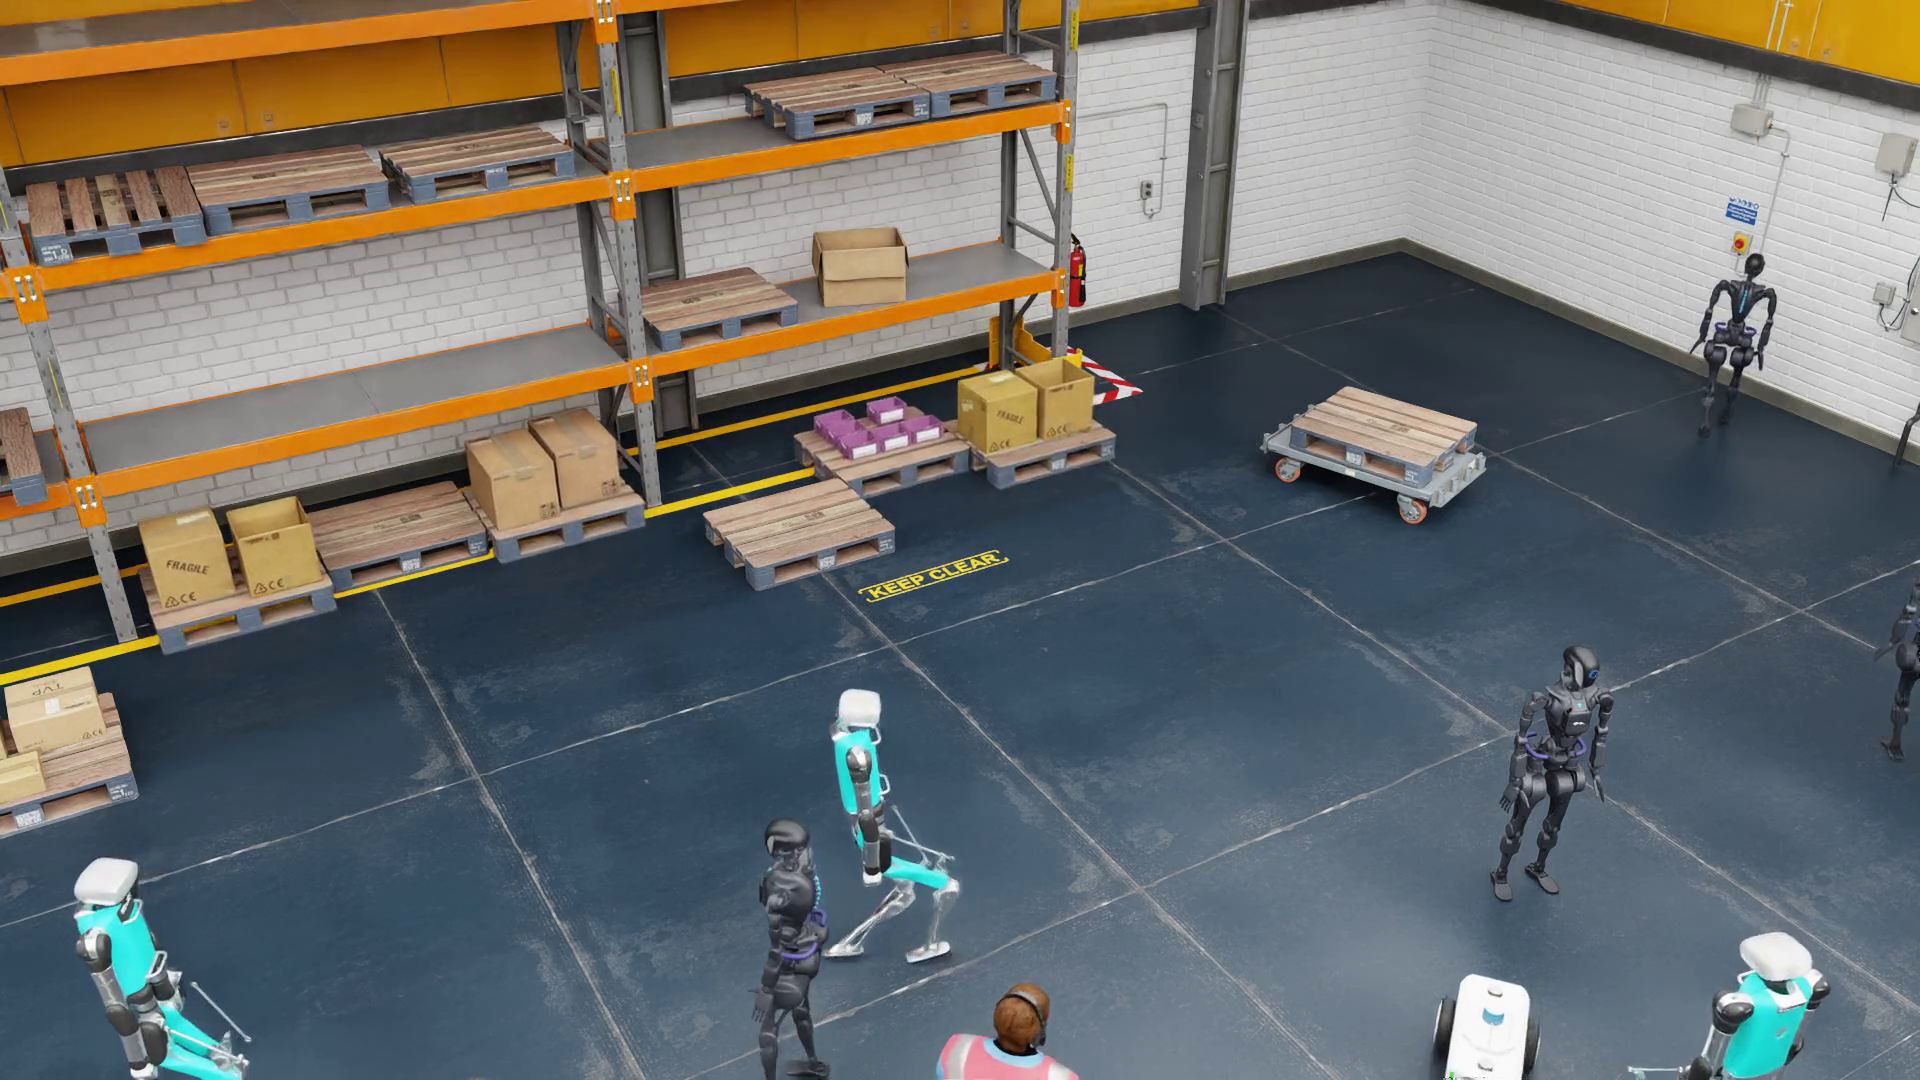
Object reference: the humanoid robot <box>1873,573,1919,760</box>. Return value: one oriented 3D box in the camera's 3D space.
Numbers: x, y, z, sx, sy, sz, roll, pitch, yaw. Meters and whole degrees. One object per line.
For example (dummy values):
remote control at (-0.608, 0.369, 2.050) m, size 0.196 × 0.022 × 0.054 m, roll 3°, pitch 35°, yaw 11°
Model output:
humanoid robot at (6.072, 0.685, 10.336) m, size 0.609 × 1.647 × 0.407 m, roll 4°, pitch 30°, yaw 7°

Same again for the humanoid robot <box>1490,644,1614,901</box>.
humanoid robot at (3.304, 1.287, 9.248) m, size 0.599 × 1.659 × 0.315 m, roll -5°, pitch 30°, yaw -8°

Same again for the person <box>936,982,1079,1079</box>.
person at (0.213, 2.562, 6.856) m, size 0.630 × 1.835 × 0.432 m, roll 12°, pitch 31°, yaw 20°

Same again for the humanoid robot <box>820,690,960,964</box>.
humanoid robot at (-0.320, 1.544, 8.760) m, size 0.970 × 1.753 × 0.549 m, roll -6°, pitch 30°, yaw -10°

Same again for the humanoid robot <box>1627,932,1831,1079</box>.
humanoid robot at (3.264, 2.344, 7.325) m, size 0.541 × 1.790 × 0.716 m, roll -10°, pitch 31°, yaw -17°

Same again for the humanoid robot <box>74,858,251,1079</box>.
humanoid robot at (-3.504, 2.206, 7.611) m, size 0.664 × 1.835 × 0.538 m, roll -5°, pitch 30°, yaw -8°

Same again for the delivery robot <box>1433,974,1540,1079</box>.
delivery robot at (2.606, 2.522, 8.240) m, size 0.499 × 0.614 × 0.815 m, roll 10°, pitch 31°, yaw 18°

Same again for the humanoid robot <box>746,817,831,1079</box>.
humanoid robot at (-0.840, 1.994, 8.002) m, size 0.396 × 1.651 × 0.584 m, roll 6°, pitch 30°, yaw 10°

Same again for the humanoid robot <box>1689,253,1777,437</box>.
humanoid robot at (6.795, -1.758, 14.671) m, size 0.612 × 1.643 × 0.642 m, roll 12°, pitch 32°, yaw 20°
